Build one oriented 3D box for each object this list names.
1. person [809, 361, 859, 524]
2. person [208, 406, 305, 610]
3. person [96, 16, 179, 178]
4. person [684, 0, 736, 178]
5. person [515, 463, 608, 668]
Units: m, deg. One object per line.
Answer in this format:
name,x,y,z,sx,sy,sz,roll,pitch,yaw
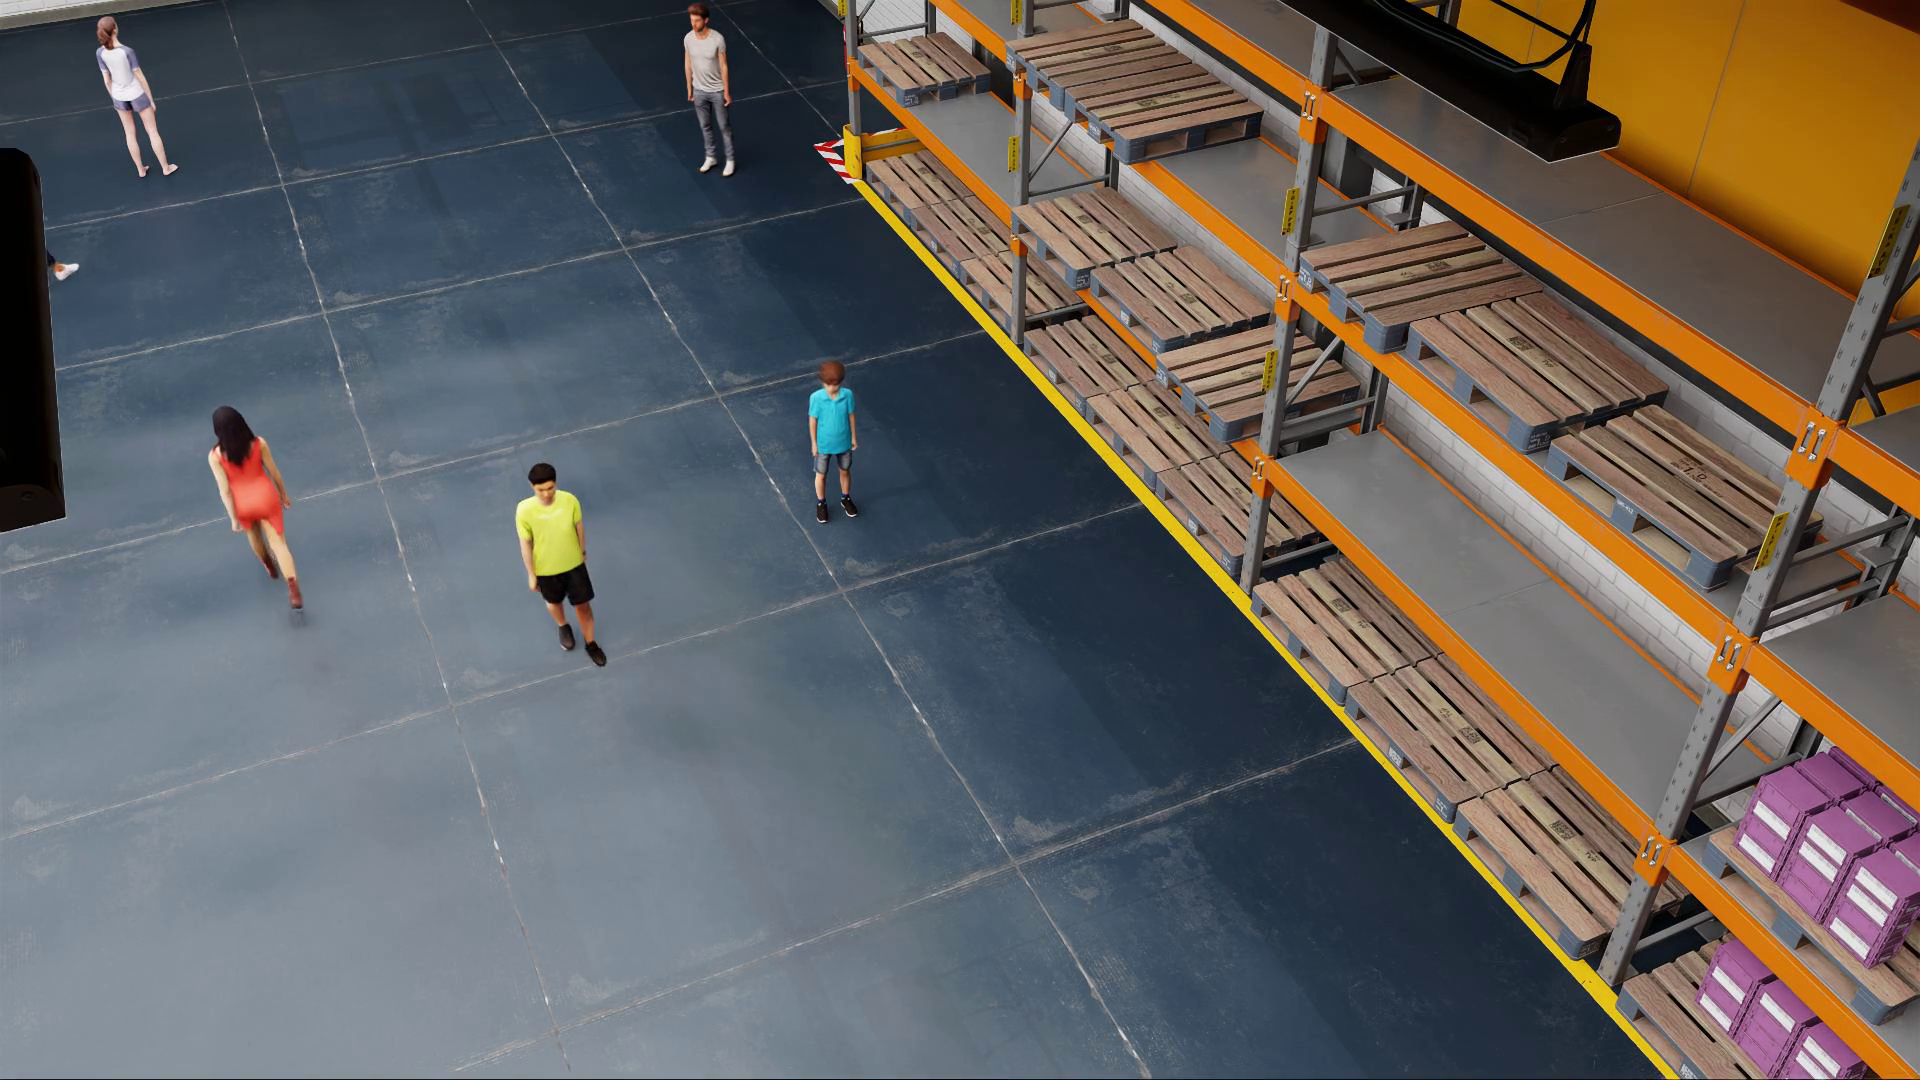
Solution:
person,-1.010,-0.814,13.219,0.549,1.448,0.526,-10,40,-13
person,-5.160,-0.209,12.270,0.703,1.688,1.144,-21,43,-24
person,-8.941,-4.770,17.918,0.650,1.766,0.648,-4,39,-5
person,-2.693,-4.879,17.957,0.753,1.888,0.791,9,40,12
person,-2.904,0.098,11.887,0.634,1.686,0.805,-13,40,-16
